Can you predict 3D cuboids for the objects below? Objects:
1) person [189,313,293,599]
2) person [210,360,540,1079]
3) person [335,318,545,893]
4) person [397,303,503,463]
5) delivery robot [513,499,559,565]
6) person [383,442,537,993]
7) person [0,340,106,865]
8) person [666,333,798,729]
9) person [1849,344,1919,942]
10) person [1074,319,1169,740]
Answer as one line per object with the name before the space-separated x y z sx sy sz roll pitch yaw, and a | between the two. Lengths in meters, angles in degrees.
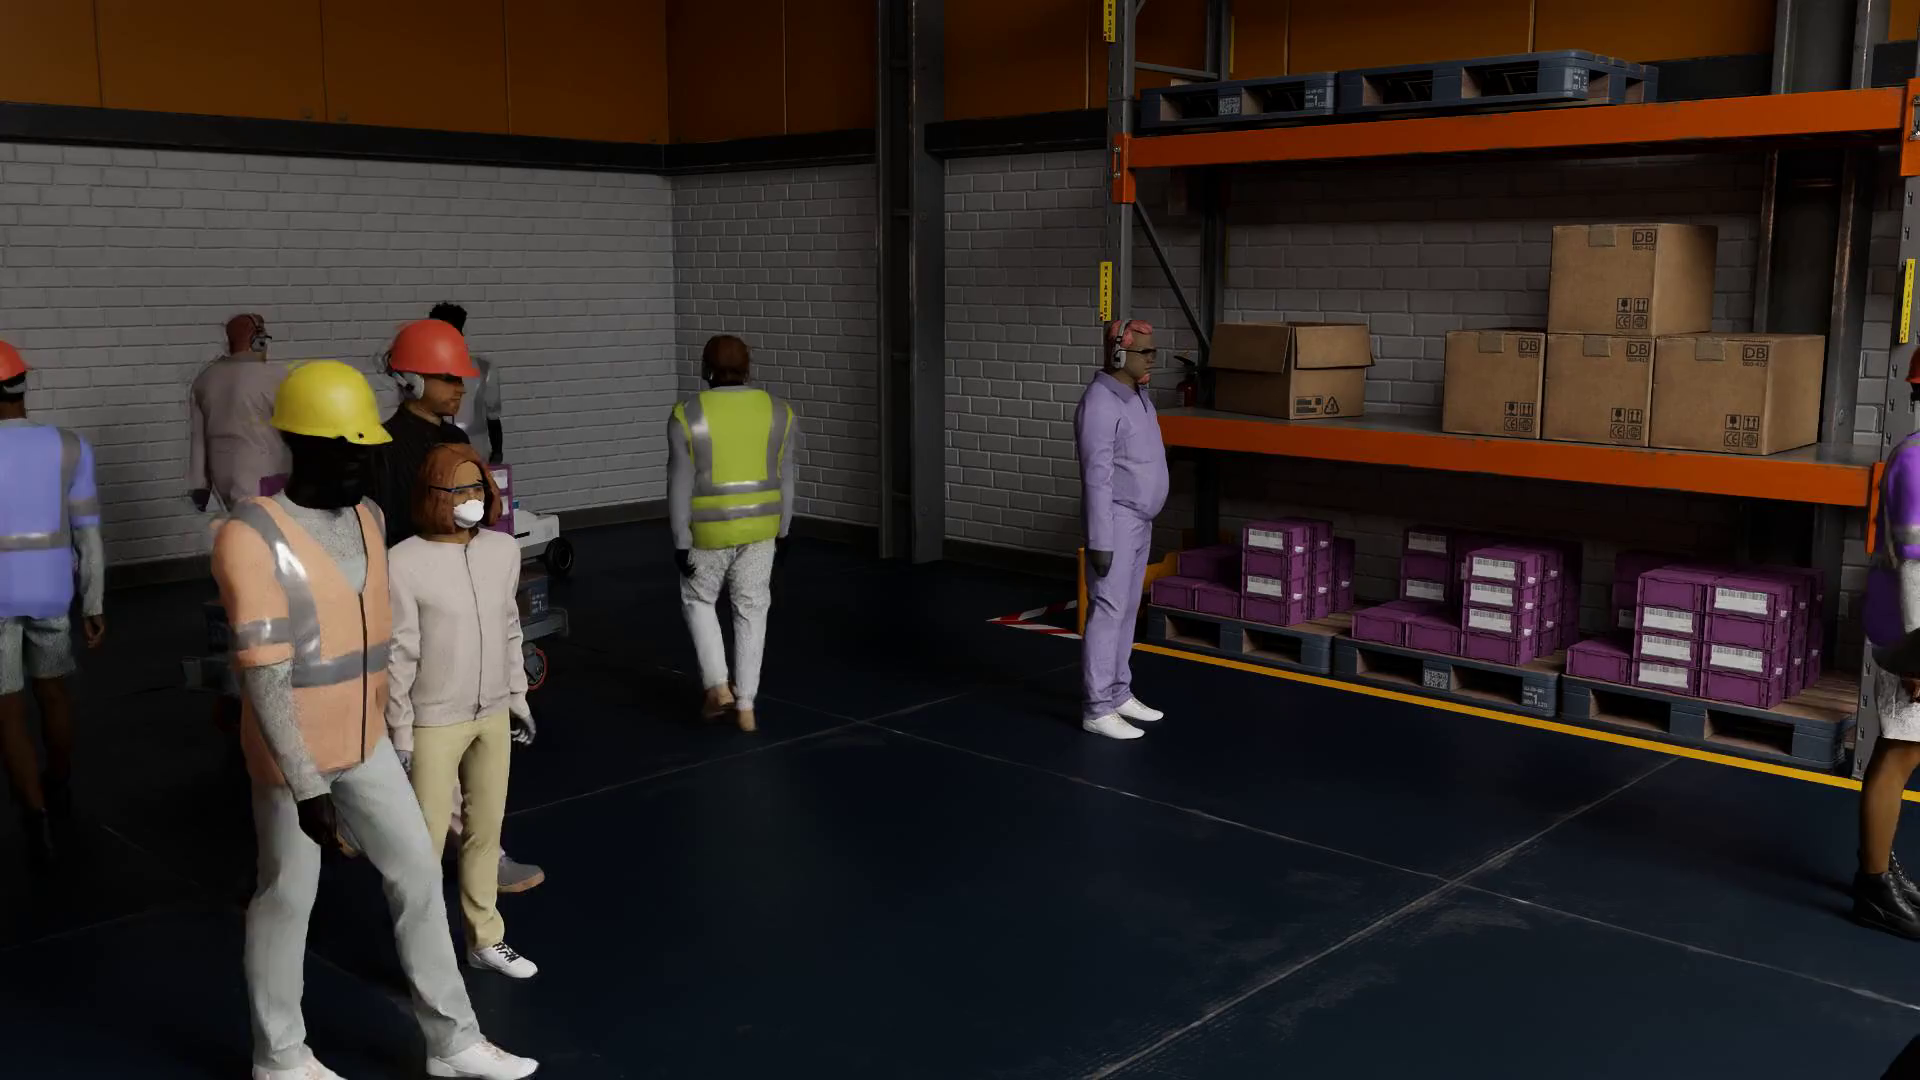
person | -4.008 -0.357 9.558 0.660 1.862 0.968 4 10 25
person | -1.473 0.514 4.100 0.849 1.890 0.603 3 10 19
person | -1.882 0.224 5.690 0.864 1.964 0.627 2 9 11
person | -3.097 -0.481 10.148 0.617 1.904 1.013 -3 10 -16
delivery robot | -3.032 -0.030 11.256 0.477 0.478 0.707 3 10 21
person | -1.447 0.528 4.822 0.266 1.631 0.507 6 11 33
person | -3.460 0.203 6.051 0.821 1.880 0.556 7 12 38
person | -1.053 -0.033 7.658 0.638 1.825 0.452 -4 10 -23
person | 3.092 0.294 5.318 0.363 1.939 0.542 6 11 32
person | 0.747 -0.052 7.582 0.404 1.900 0.637 4 10 22
